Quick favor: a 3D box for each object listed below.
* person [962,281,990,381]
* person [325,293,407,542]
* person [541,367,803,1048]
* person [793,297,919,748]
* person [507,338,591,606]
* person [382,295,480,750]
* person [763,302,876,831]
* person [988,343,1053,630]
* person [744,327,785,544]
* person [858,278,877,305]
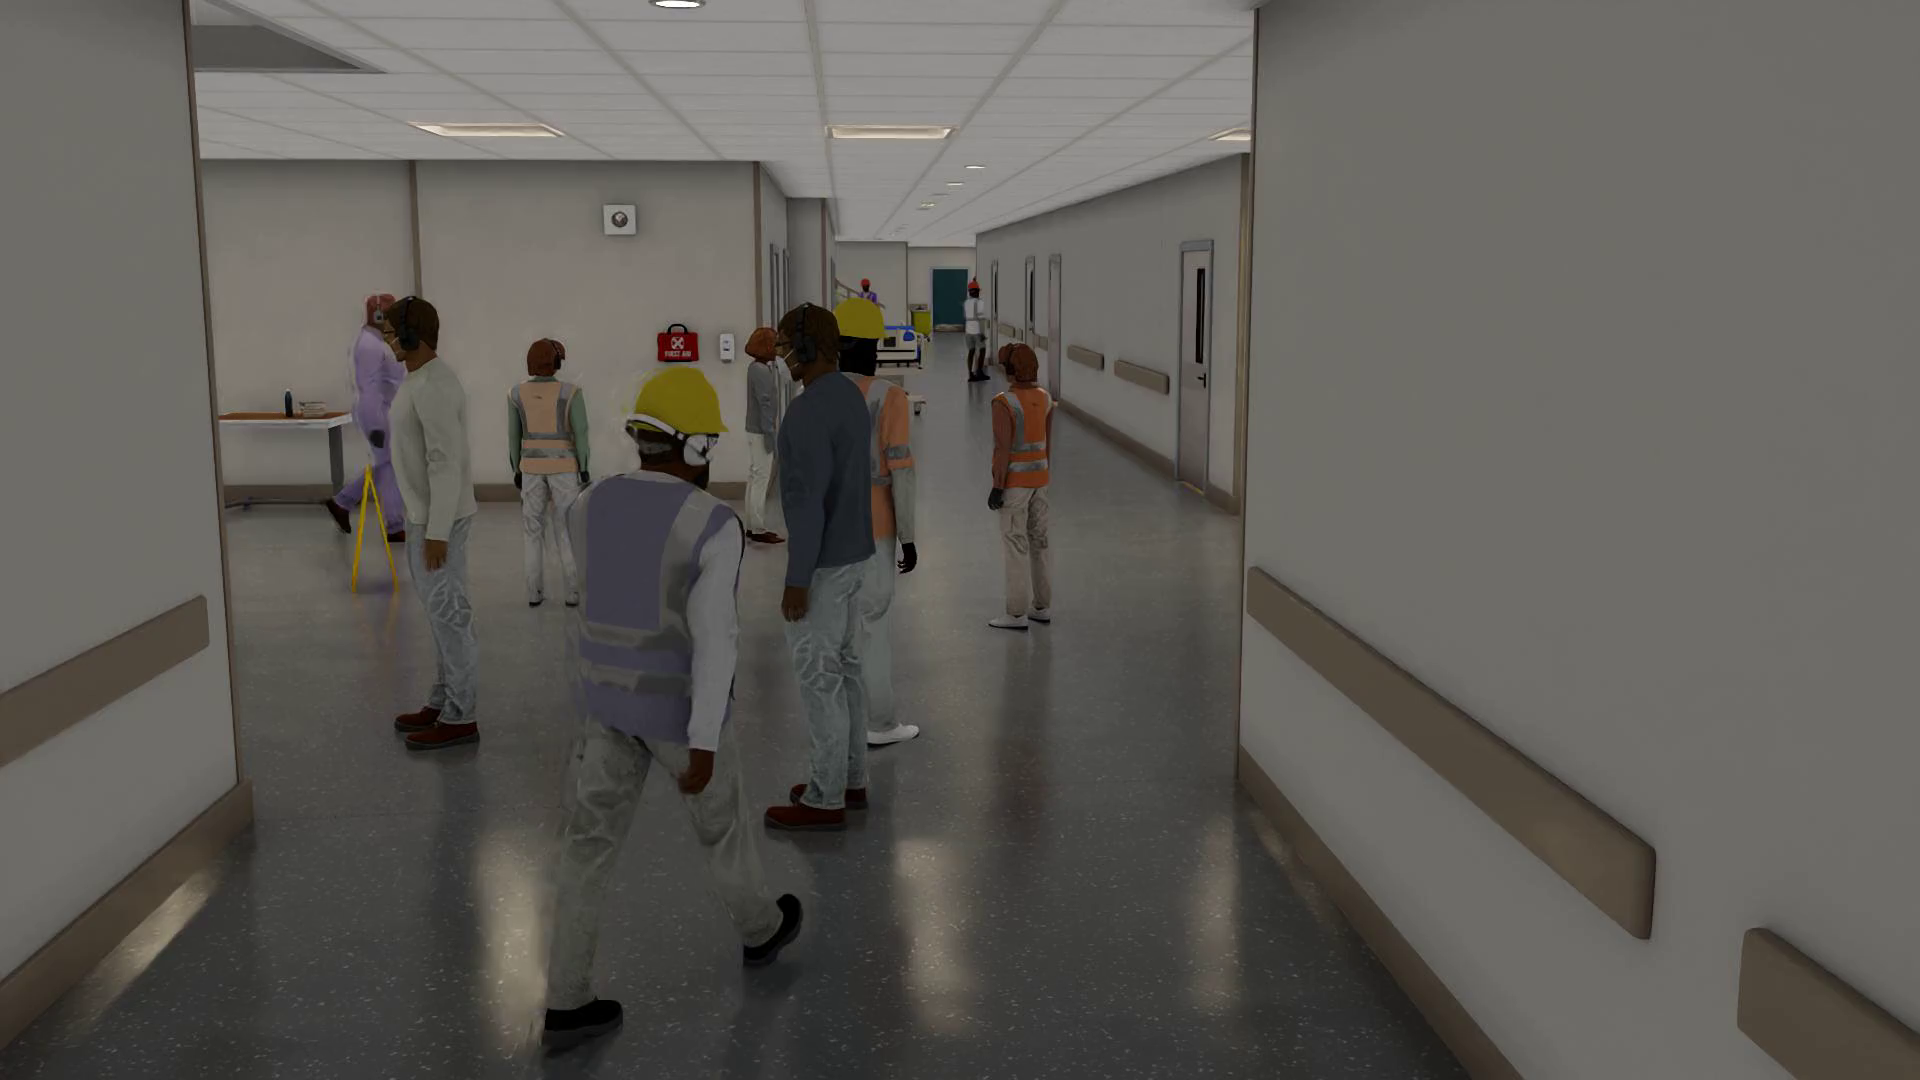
[{"bbox_3d":[0.273,-3.983,31.805,0.453,1.902,0.591,-9,13,-44],"label":"person"},{"bbox_3d":[-4.437,-0.909,12.548,0.667,1.891,0.656,-2,9,-12],"label":"person"},{"bbox_3d":[-0.808,0.424,4.532,0.588,1.777,0.981,5,10,26],"label":"person"},{"bbox_3d":[-0.443,-0.070,7.152,0.587,1.927,0.364,5,10,27],"label":"person"},{"bbox_3d":[-2.504,-0.407,10.167,0.514,1.642,0.310,1,9,9],"label":"person"},{"bbox_3d":[-2.269,-0.072,7.142,0.379,1.937,0.629,-4,10,-22],"label":"person"},{"bbox_3d":[-0.508,0.096,6.129,0.386,1.927,0.636,2,9,10],"label":"person"},{"bbox_3d":[0.349,-0.306,9.540,0.310,1.638,0.523,7,12,38],"label":"person"},{"bbox_3d":[-1.491,-0.791,12.595,0.269,1.632,0.504,-2,9,-15],"label":"person"},{"bbox_3d":[-2.444,-5.882,43.611,0.551,1.934,0.375,4,10,24],"label":"person"}]
